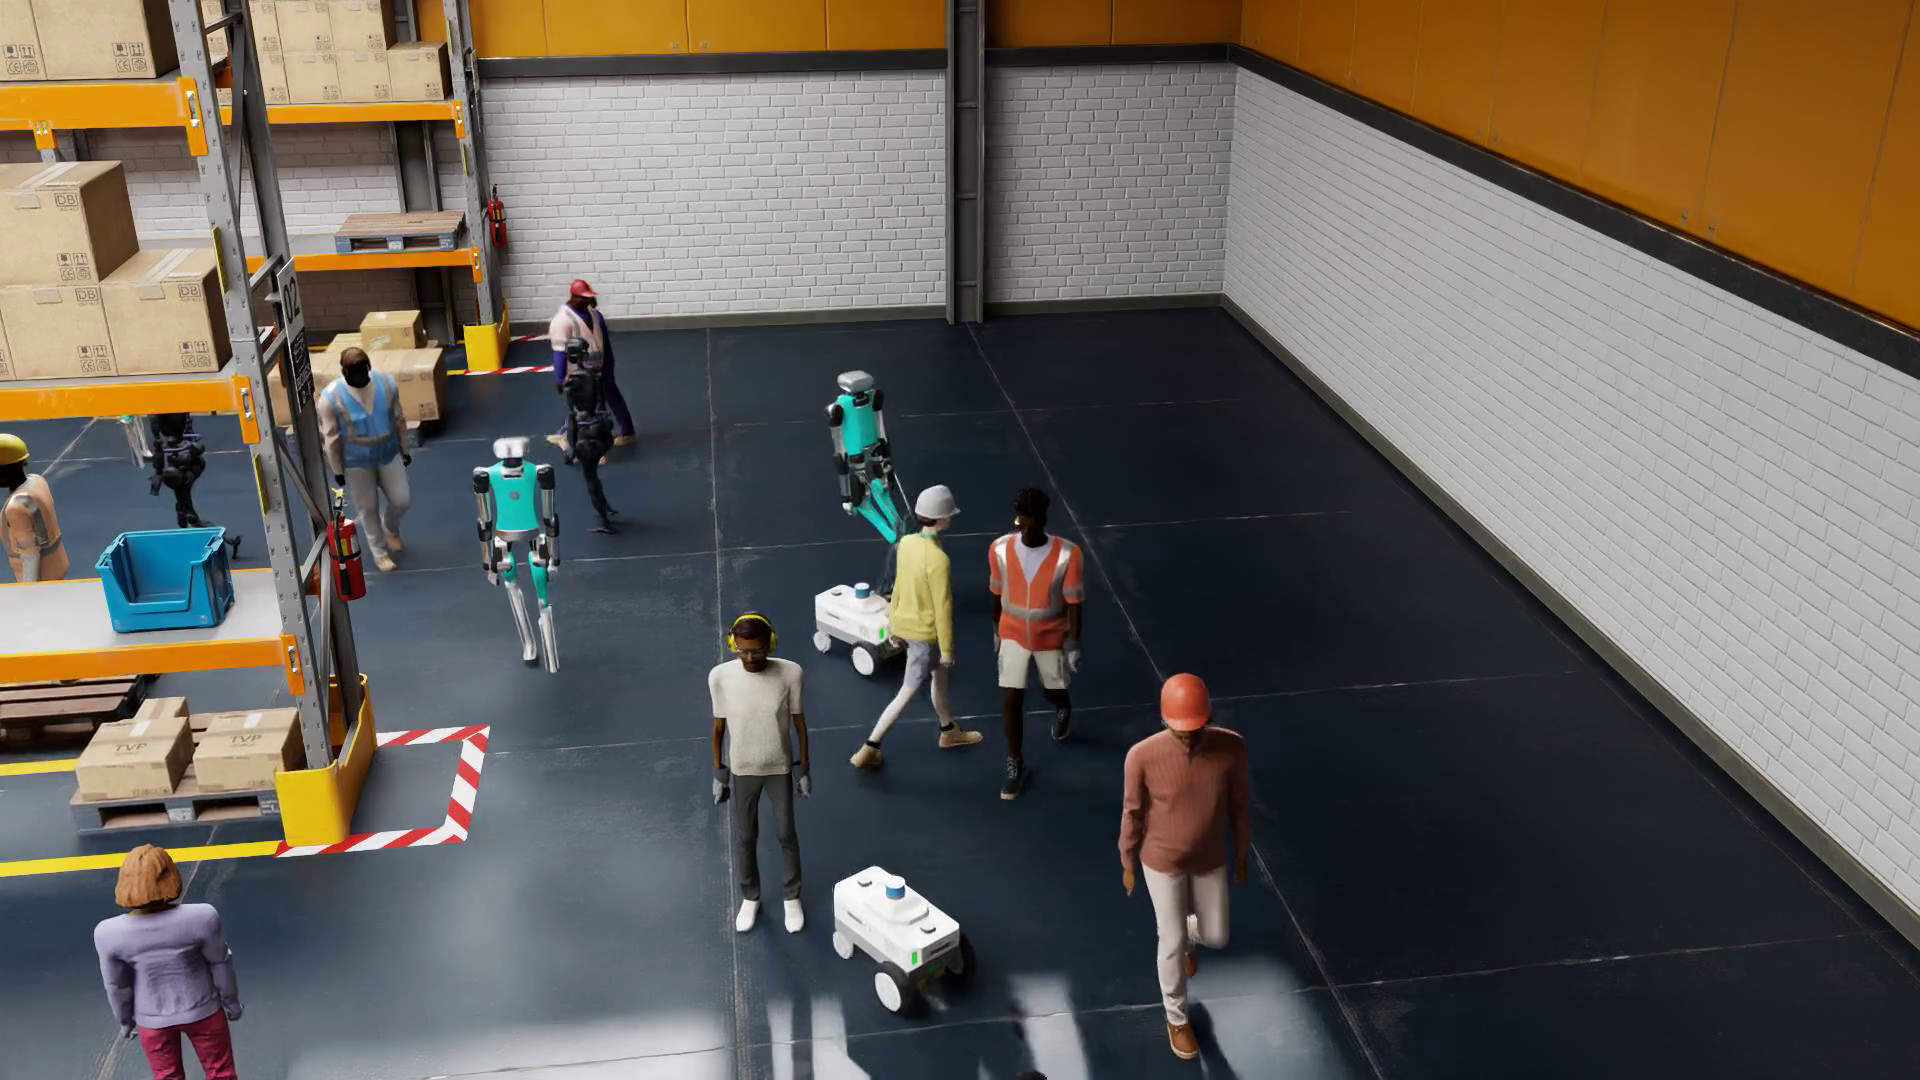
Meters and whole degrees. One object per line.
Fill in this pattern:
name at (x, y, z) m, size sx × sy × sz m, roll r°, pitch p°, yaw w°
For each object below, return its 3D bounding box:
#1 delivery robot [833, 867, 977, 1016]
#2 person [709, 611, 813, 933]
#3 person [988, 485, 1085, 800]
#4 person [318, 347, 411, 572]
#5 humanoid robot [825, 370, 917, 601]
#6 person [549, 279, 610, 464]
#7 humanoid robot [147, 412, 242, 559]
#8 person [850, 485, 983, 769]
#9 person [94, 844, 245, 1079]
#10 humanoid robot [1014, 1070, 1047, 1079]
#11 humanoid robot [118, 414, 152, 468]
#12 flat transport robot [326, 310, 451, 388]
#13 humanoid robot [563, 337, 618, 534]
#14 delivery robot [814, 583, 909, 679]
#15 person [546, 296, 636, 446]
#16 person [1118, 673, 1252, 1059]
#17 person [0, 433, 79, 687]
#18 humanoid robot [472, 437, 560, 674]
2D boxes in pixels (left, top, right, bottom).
delivery robot at (-0.315, 2.005, 8.486) m, size 0.499 × 0.606 × 0.808 m, roll -19°, pitch 30°, yaw -37°
person at (-1.033, 1.210, 8.670) m, size 0.518 × 1.858 × 0.341 m, roll -1°, pitch 24°, yaw -3°
person at (0.467, 0.539, 10.117) m, size 0.607 × 1.920 × 0.891 m, roll 6°, pitch 24°, yaw 13°
person at (-4.567, -0.628, 12.882) m, size 0.655 × 1.829 × 0.449 m, roll -18°, pitch 29°, yaw -35°
humanoid robot at (-0.582, -0.337, 12.371) m, size 0.721 × 1.808 × 0.536 m, roll 20°, pitch 31°, yaw 38°
person at (-3.396, -1.501, 14.989) m, size 0.438 × 1.735 × 0.589 m, roll 9°, pitch 25°, yaw 20°
humanoid robot at (-6.085, -0.619, 13.112) m, size 0.726 × 1.645 × 0.591 m, roll 2°, pitch 24°, yaw 4°
person at (-0.289, 0.564, 10.185) m, size 0.925 × 1.844 × 0.498 m, roll -11°, pitch 26°, yaw -23°
person at (-3.328, 2.018, 7.097) m, size 0.498 × 1.632 × 0.283 m, roll -6°, pitch 25°, yaw -14°
humanoid robot at (0.184, 2.529, 5.882) m, size 0.607 × 1.652 × 0.385 m, roll 1°, pitch 24°, yaw 3°
humanoid robot at (-7.481, -1.502, 15.038) m, size 0.788 × 1.809 × 0.554 m, roll 11°, pitch 26°, yaw 23°
flat transport robot at (-5.954, -1.527, 16.875) m, size 1.431 × 0.231 × 0.659 m, roll -3°, pitch 24°, yaw -7°
humanoid robot at (-3.009, -0.842, 13.576) m, size 0.377 × 1.642 × 0.609 m, roll 8°, pitch 25°, yaw 17°
delivery robot at (-0.677, 0.590, 11.687) m, size 0.788 × 0.587 × 0.499 m, roll 20°, pitch 30°, yaw 37°
person at (-3.436, -1.591, 15.390) m, size 0.815 × 1.572 × 0.443 m, roll -15°, pitch 28°, yaw -30°
person at (1.065, 1.487, 7.905) m, size 0.629 × 1.955 × 0.645 m, roll -5°, pitch 24°, yaw -11°
person at (-6.013, 0.220, 10.835) m, size 0.366 × 1.927 × 0.586 m, roll -7°, pitch 25°, yaw -16°
humanoid robot at (-2.994, 0.087, 11.398) m, size 0.542 × 1.794 × 0.825 m, roll -5°, pitch 24°, yaw -12°
